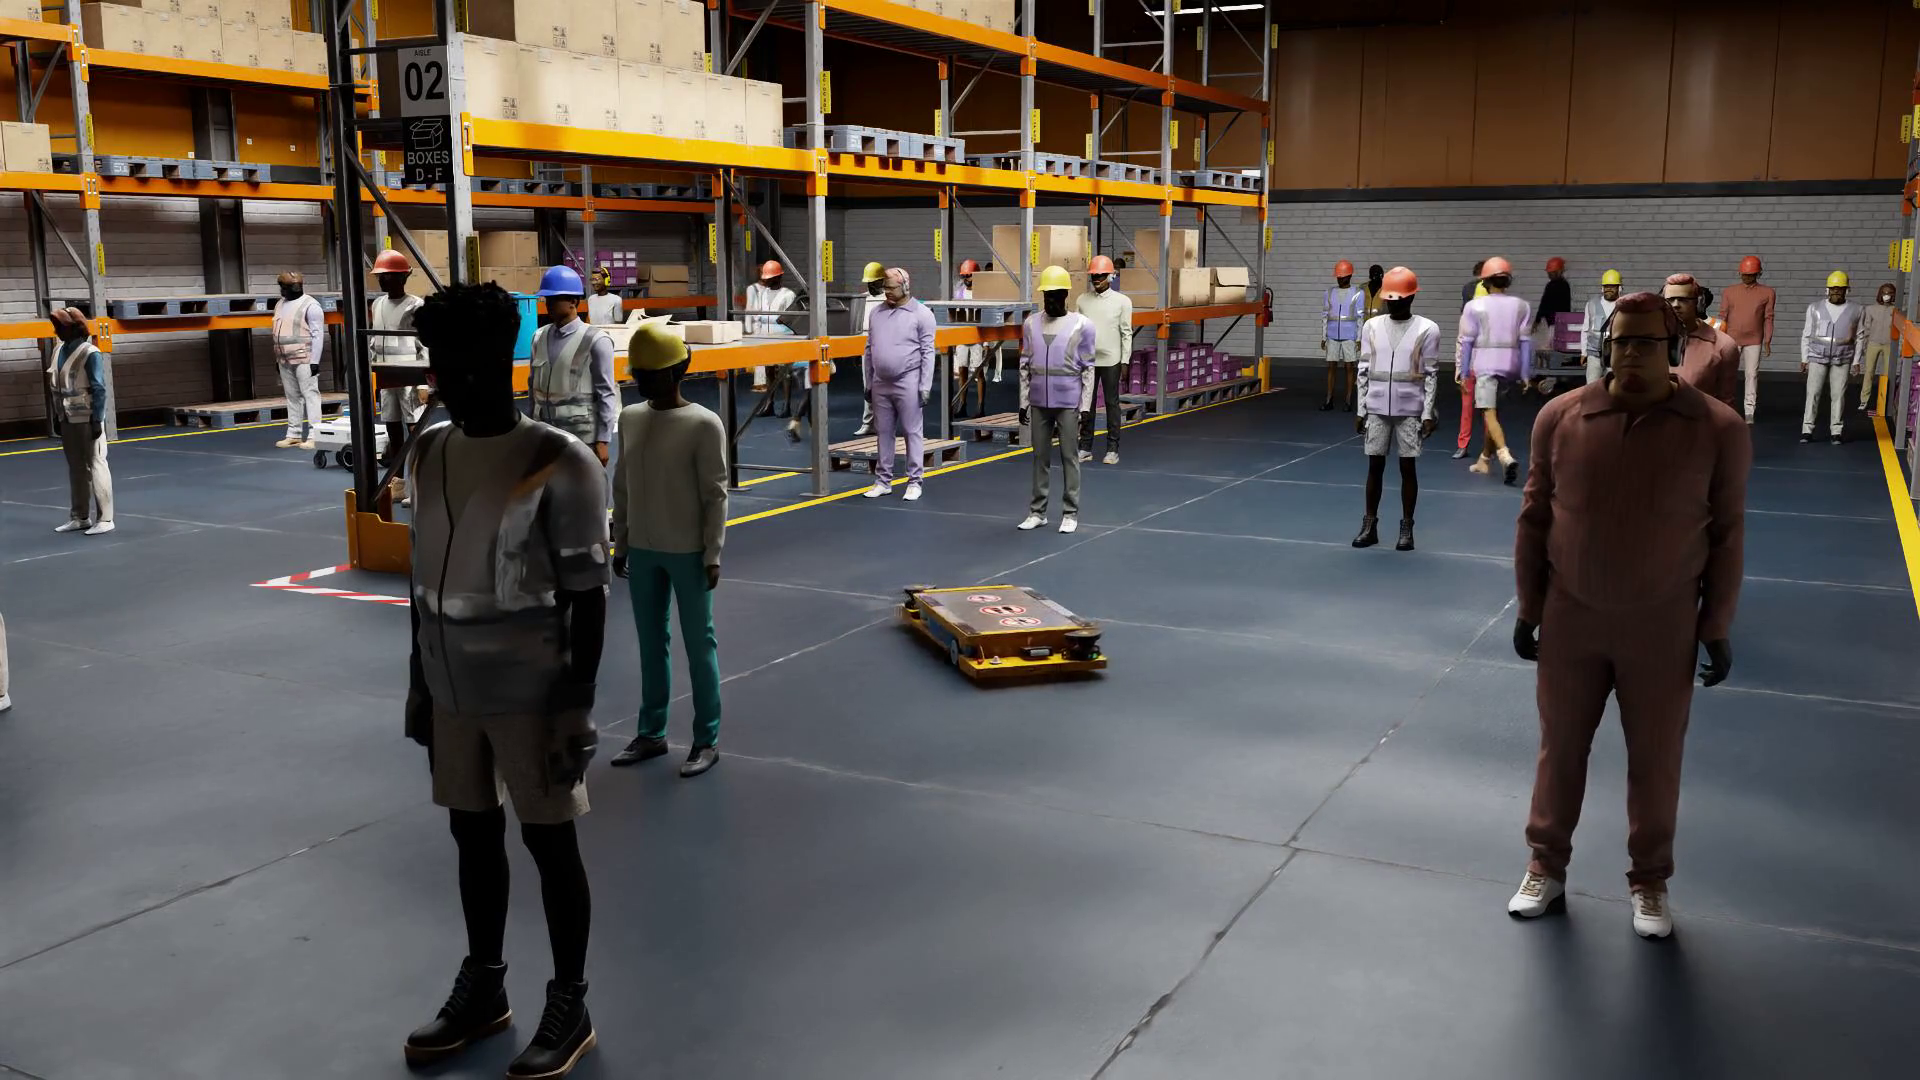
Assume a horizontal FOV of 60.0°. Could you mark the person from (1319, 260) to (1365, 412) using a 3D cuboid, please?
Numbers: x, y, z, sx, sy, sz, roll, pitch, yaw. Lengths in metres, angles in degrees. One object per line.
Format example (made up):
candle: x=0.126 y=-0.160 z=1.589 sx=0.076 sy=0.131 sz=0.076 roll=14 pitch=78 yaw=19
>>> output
person: x=4.877 y=-2.599 z=21.247 sx=0.543 sy=1.928 sz=0.373 roll=5 pitch=11 yaw=27

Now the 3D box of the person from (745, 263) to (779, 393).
person: x=-2.761 y=-3.041 z=23.980 sx=0.678 sy=1.862 sz=0.615 roll=6 pitch=11 yaw=29

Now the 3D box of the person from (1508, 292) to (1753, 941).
person: x=1.967 y=0.226 z=4.951 sx=0.639 sy=1.910 sz=0.407 roll=5 pitch=11 yaw=27

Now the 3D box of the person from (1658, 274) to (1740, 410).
person: x=3.898 y=-0.499 z=9.148 sx=0.639 sy=1.910 sz=0.407 roll=5 pitch=11 yaw=27

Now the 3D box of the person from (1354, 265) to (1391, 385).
person: x=6.308 y=-3.265 z=25.354 sx=0.621 sy=1.845 sz=0.429 roll=5 pitch=11 yaw=27

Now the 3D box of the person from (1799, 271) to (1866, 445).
person: x=9.217 y=-1.922 z=17.597 sx=0.589 sy=1.834 sz=0.403 roll=5 pitch=11 yaw=27

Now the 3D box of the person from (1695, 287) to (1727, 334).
person: x=7.161 y=-1.613 z=16.207 sx=0.532 sy=1.697 sz=0.320 roll=5 pitch=11 yaw=27

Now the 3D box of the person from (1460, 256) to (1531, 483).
person: x=4.787 y=-1.508 z=14.769 sx=0.619 sy=2.006 sz=1.001 roll=-1 pitch=10 yaw=-6

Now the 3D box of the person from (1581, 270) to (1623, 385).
person: x=7.312 y=-2.128 z=18.794 sx=0.589 sy=1.834 sz=0.403 roll=5 pitch=11 yaw=27

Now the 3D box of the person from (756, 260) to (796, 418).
person: x=-2.271 y=-2.453 z=20.403 sx=0.543 sy=1.928 sz=0.373 roll=5 pitch=11 yaw=27

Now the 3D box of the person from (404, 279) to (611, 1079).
person: x=-1.130 y=0.353 z=4.065 sx=0.603 sy=1.959 sz=0.379 roll=5 pitch=11 yaw=27

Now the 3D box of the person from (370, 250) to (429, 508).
person: x=-4.472 y=-1.277 z=13.255 sx=0.605 sy=2.045 sz=0.377 roll=5 pitch=11 yaw=27

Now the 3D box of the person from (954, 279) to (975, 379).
person: x=0.155 y=-3.531 z=26.820 sx=0.705 sy=1.861 sz=0.592 roll=-3 pitch=10 yaw=-16

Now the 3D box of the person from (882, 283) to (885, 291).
person: x=-1.045 y=-2.905 z=23.941 sx=0.508 sy=1.612 sz=0.499 roll=-5 pitch=11 yaw=-27

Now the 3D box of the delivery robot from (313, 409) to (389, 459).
delivery robot: x=-5.709 y=-0.981 z=15.581 sx=0.707 sy=0.478 sz=0.477 roll=5 pitch=11 yaw=27

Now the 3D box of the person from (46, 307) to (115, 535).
person: x=-6.340 y=-0.855 z=11.984 sx=0.514 sy=1.640 sz=0.307 roll=5 pitch=11 yaw=27

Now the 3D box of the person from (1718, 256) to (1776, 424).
person: x=9.281 y=-2.358 z=19.685 sx=0.611 sy=1.985 sz=0.393 roll=5 pitch=11 yaw=27

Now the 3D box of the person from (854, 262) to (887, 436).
person: x=-0.916 y=-2.086 z=18.308 sx=0.586 sy=1.917 sz=0.381 roll=5 pitch=11 yaw=27

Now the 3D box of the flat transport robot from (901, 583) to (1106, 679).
flat transport robot: x=0.187 y=0.433 z=8.484 sx=0.652 sy=0.197 sz=1.431 roll=-3 pitch=10 yaw=-16

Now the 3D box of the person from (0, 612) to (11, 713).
person: x=-4.377 y=-0.032 z=7.218 sx=0.514 sy=1.642 sz=0.310 roll=5 pitch=11 yaw=27

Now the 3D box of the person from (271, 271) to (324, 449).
person: x=-6.865 y=-1.856 z=17.217 sx=0.621 sy=1.838 sz=0.429 roll=5 pitch=11 yaw=27

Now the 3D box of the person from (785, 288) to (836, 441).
person: x=-1.688 y=-1.913 z=18.034 sx=0.532 sy=1.662 sz=0.847 roll=5 pitch=11 yaw=28

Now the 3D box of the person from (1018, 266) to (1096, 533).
person: x=0.689 y=-1.011 z=12.054 sx=0.586 sy=1.928 sz=0.369 roll=5 pitch=11 yaw=27

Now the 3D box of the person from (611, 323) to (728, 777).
person: x=-1.141 y=0.041 z=6.459 sx=0.524 sy=1.760 sz=0.327 roll=5 pitch=11 yaw=27

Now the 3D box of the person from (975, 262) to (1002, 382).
person: x=0.490 y=-3.421 z=26.168 sx=0.520 sy=1.873 sz=0.328 roll=5 pitch=11 yaw=27

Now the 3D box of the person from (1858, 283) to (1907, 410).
person: x=11.857 y=-2.476 z=21.383 sx=0.499 sy=1.634 sz=0.279 roll=5 pitch=11 yaw=27

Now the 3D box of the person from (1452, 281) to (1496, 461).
person: x=5.096 y=-1.649 z=16.243 sx=0.524 sy=1.760 sz=0.327 roll=5 pitch=11 yaw=27

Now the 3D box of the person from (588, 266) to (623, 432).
person: x=-4.021 y=-2.144 z=18.778 sx=0.520 sy=1.873 sz=0.328 roll=5 pitch=11 yaw=27

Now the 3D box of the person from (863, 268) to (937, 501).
person: x=-0.521 y=-1.273 z=13.653 sx=0.639 sy=1.902 sz=0.407 roll=5 pitch=11 yaw=27

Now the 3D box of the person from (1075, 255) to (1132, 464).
person: x=1.350 y=-1.728 z=16.005 sx=0.611 sy=1.996 sz=0.379 roll=5 pitch=11 yaw=27

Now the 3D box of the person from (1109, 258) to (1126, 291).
person: x=2.766 y=-3.923 z=28.901 sx=0.627 sy=1.934 sz=0.371 roll=5 pitch=11 yaw=27

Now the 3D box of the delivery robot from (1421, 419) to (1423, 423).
delivery robot: x=5.108 y=-1.588 z=19.093 sx=0.477 sy=0.478 sz=0.707 roll=-3 pitch=10 yaw=-17

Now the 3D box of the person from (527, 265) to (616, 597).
person: x=-2.267 y=-0.608 z=9.662 sx=0.604 sy=1.949 sz=0.389 roll=5 pitch=11 yaw=27

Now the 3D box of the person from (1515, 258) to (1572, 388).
person: x=8.736 y=-3.217 z=24.768 sx=0.977 sy=1.933 sz=0.650 roll=0 pitch=10 yaw=2

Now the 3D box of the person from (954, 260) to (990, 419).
person: x=0.129 y=-2.434 z=20.261 sx=0.543 sy=1.939 sz=0.361 roll=5 pitch=11 yaw=27

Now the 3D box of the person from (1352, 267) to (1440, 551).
person: x=2.964 y=-0.888 z=11.342 sx=0.543 sy=1.928 sz=0.373 roll=5 pitch=11 yaw=27

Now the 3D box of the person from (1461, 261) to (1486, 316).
person: x=7.736 y=-3.180 z=24.663 sx=0.634 sy=1.915 sz=0.701 roll=8 pitch=13 yaw=38
